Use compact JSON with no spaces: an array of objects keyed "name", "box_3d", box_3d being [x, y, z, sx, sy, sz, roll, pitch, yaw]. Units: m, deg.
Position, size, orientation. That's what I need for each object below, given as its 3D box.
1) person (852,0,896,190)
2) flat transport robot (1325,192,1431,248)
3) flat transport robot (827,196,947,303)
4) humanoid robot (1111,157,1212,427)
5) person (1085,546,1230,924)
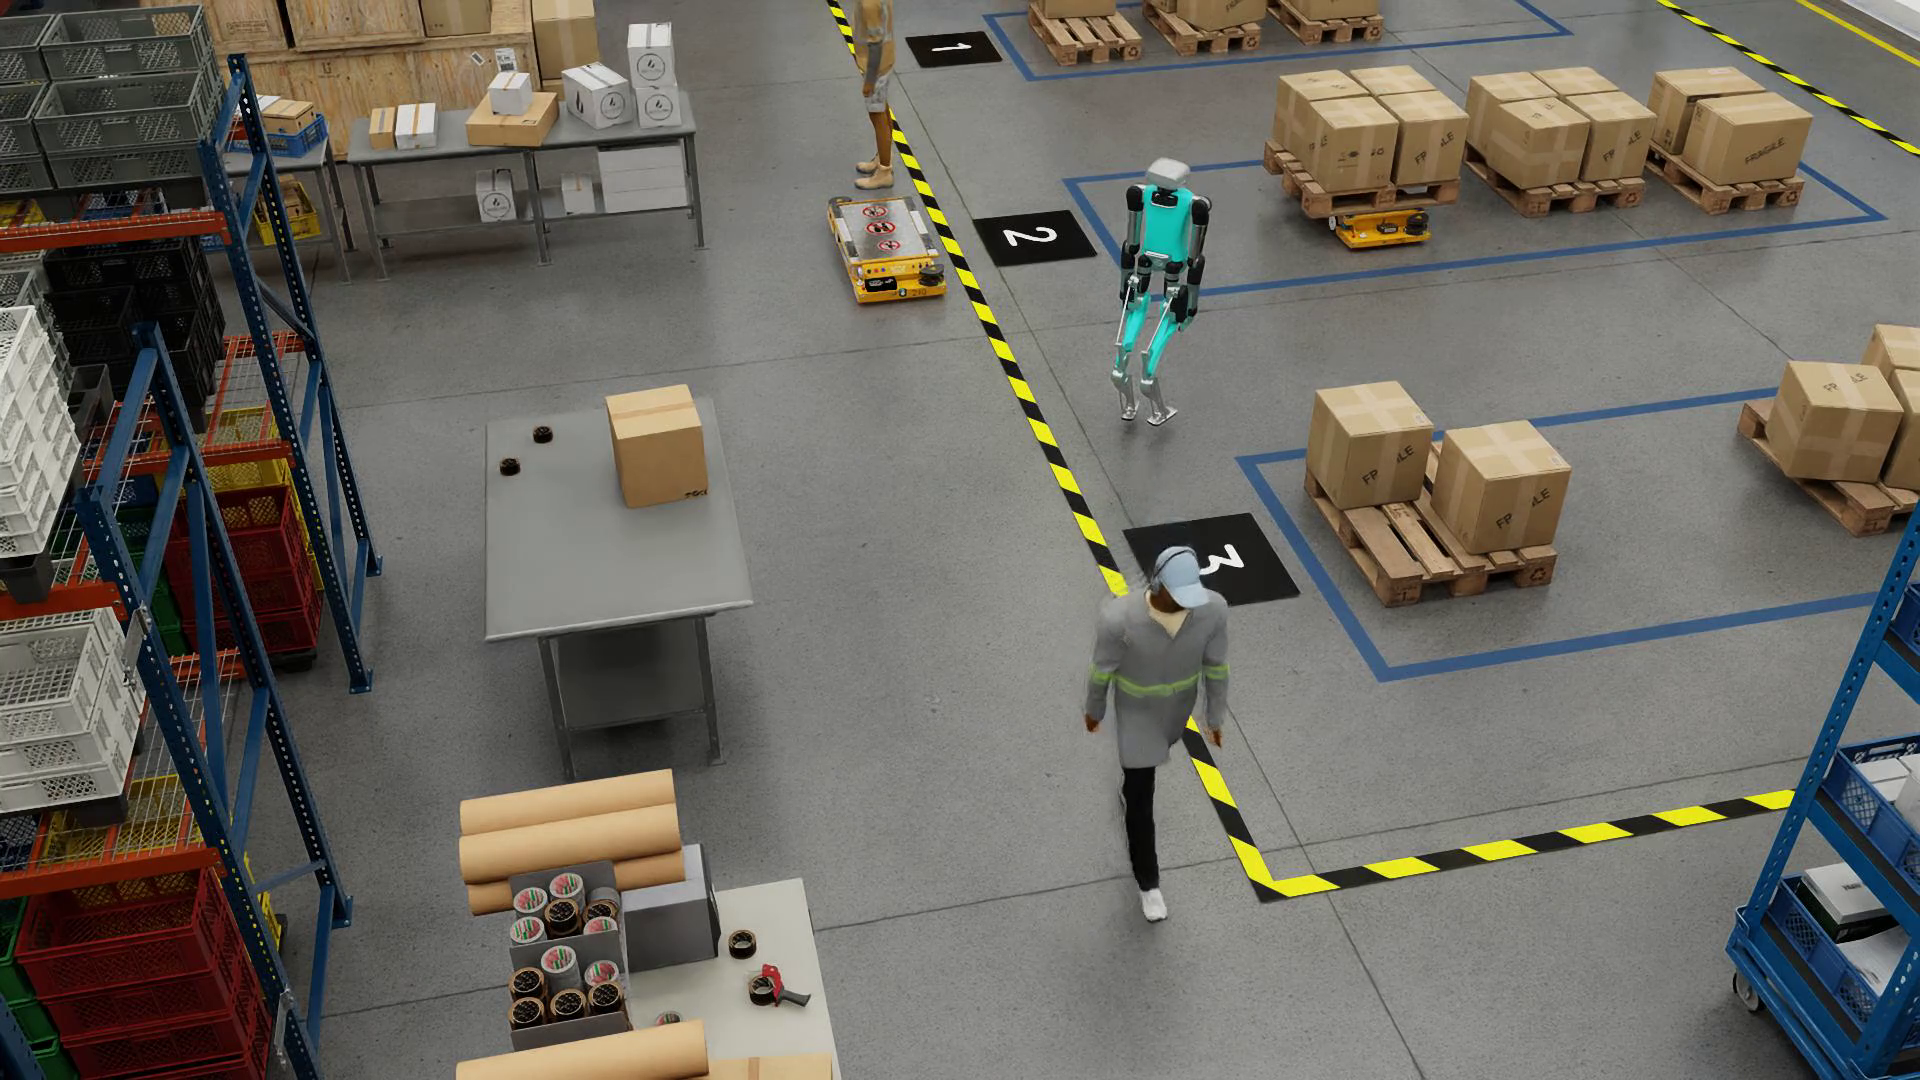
[{"name":"person","box_3d":[-0.703,-3.772,13.138,0.383,2.045,0.604,2,37,3]},{"name":"flat transport robot","box_3d":[3.134,-2.740,13.213,0.652,0.197,1.431,-8,37,-10]},{"name":"flat transport robot","box_3d":[-0.570,-2.220,12.538,0.659,0.231,1.431,-8,37,-10]},{"name":"humanoid robot","box_3d":[1.137,-1.428,10.130,0.533,1.677,0.735,18,40,23]},{"name":"person","box_3d":[0.882,0.780,7.218,0.603,1.798,0.958,-9,38,-11]}]
